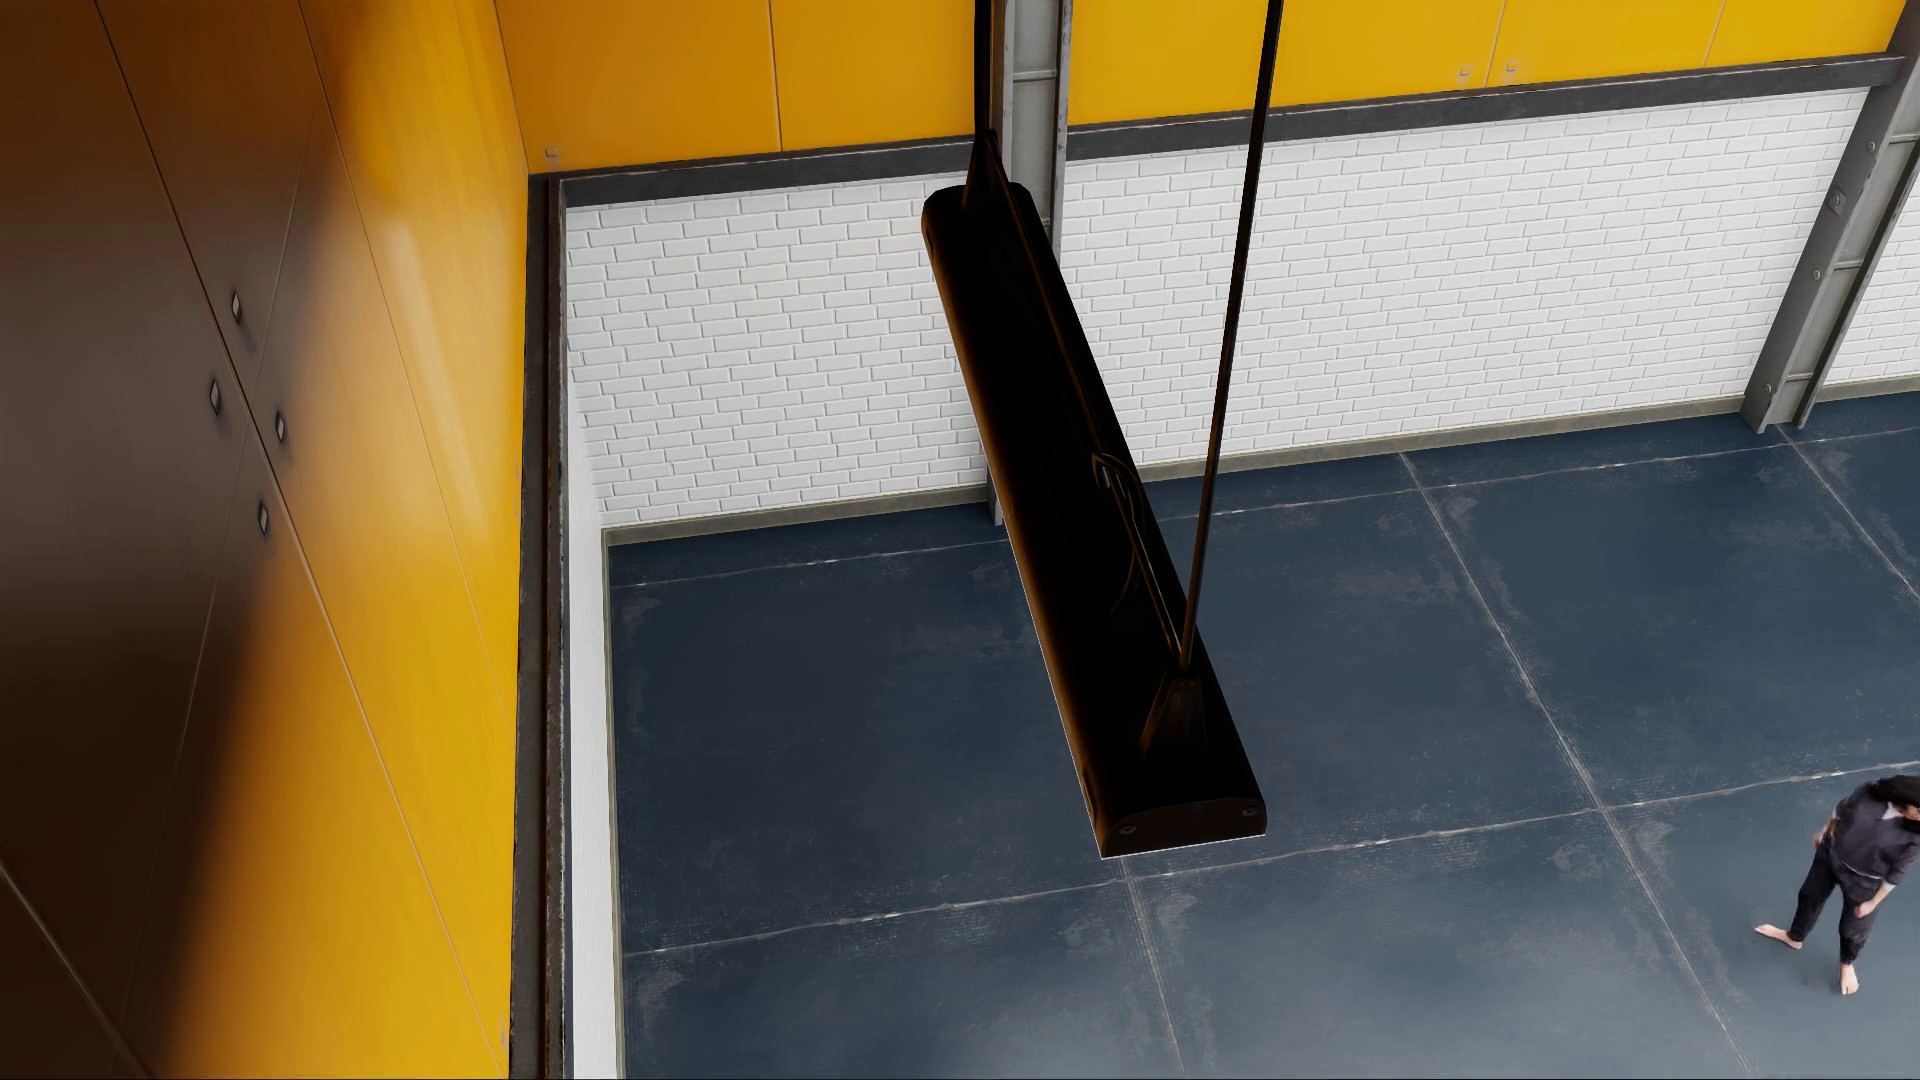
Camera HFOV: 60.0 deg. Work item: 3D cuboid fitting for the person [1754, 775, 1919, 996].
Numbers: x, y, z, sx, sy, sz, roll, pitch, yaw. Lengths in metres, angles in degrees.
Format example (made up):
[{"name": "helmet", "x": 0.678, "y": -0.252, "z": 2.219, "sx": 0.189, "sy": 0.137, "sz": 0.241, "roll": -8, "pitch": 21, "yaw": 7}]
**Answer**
[{"name": "person", "x": 4.773, "y": 1.715, "z": 8.926, "sx": 0.656, "sy": 1.727, "sz": 0.768, "roll": -4, "pitch": 44, "yaw": -5}]
